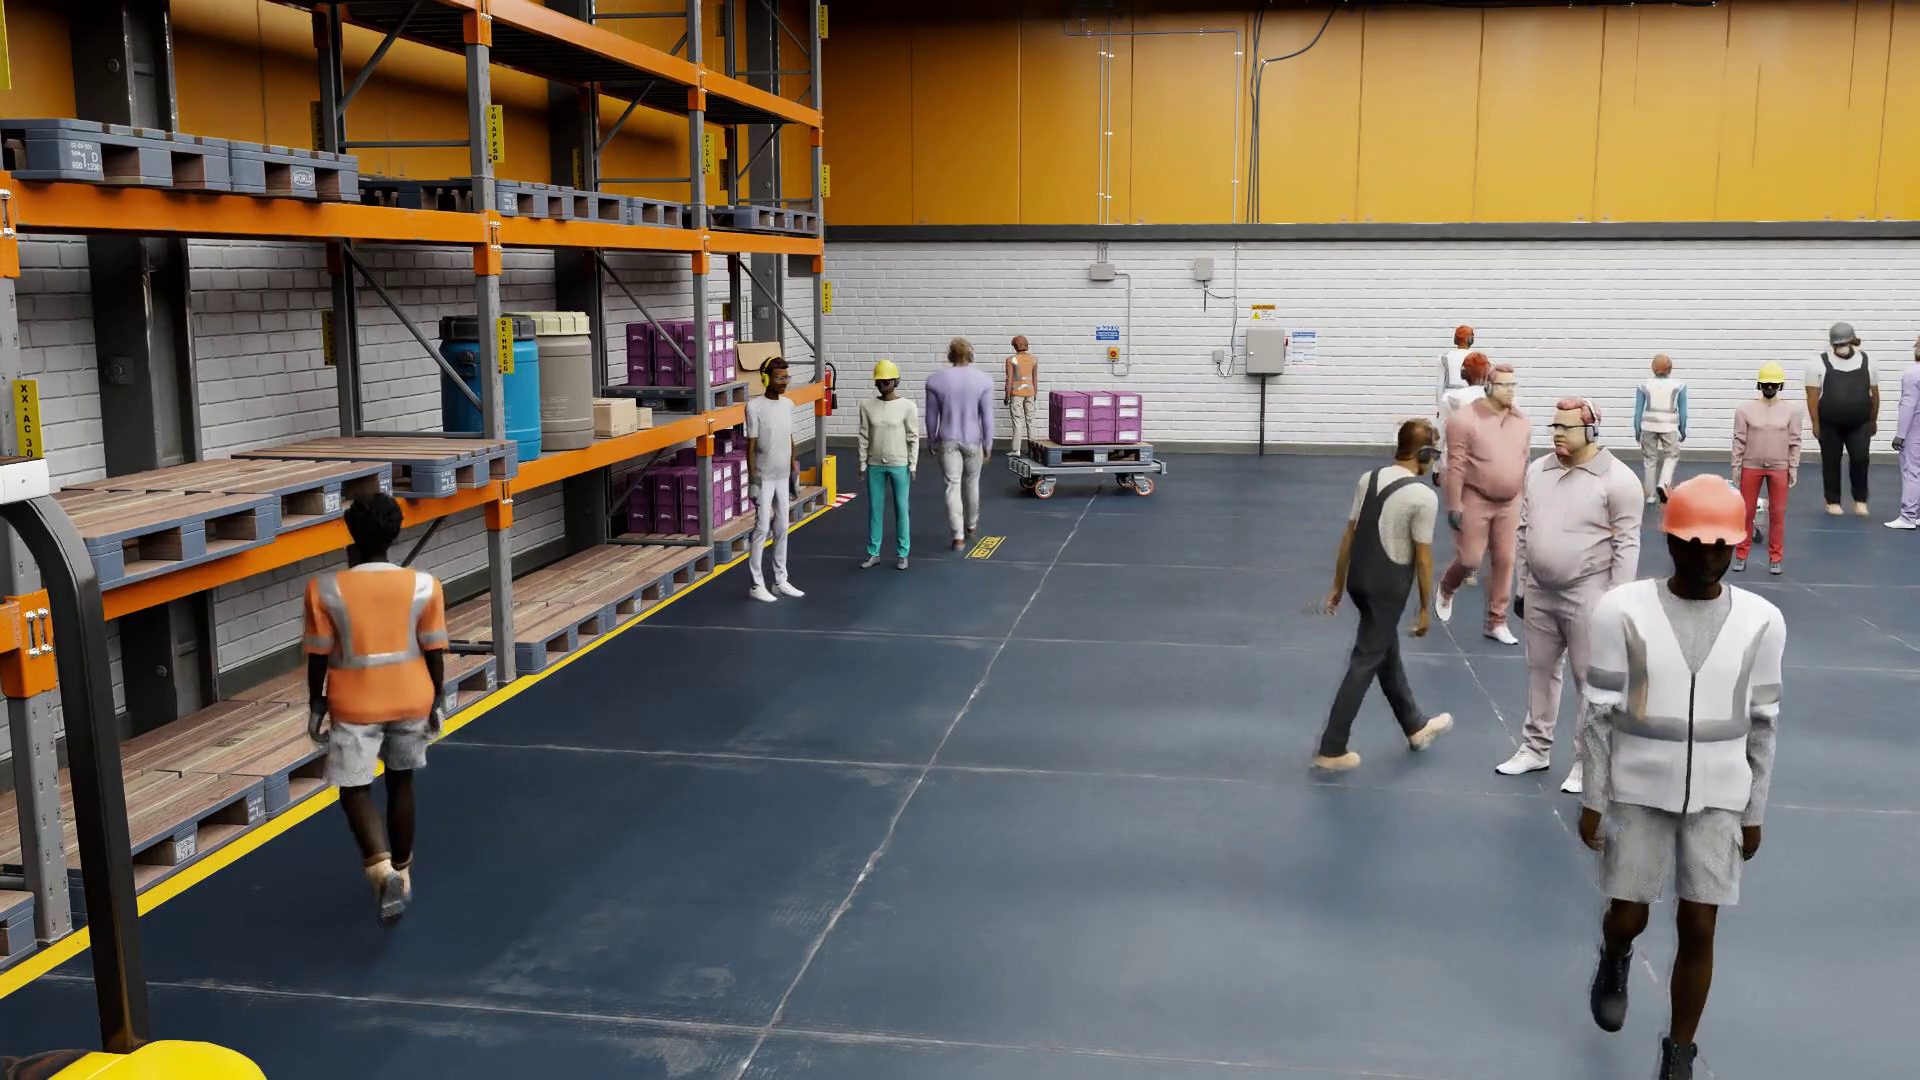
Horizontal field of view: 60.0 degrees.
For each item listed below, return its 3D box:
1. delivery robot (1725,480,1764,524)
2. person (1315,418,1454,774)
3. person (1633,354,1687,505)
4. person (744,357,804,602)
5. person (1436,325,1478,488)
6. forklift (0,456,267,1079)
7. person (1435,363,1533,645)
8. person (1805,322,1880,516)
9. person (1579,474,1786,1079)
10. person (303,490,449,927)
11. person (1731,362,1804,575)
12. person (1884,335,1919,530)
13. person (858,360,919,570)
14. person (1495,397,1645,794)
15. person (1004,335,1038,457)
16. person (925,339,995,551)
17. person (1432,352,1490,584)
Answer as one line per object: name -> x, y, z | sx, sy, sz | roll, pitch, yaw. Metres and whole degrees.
delivery robot -> 7.109, -0.317, 15.487 | 0.477, 0.478, 0.707 | -3, 10, -21
person -> 2.186, 0.278, 8.362 | 0.967, 1.769, 0.589 | -4, 10, -24
person -> 7.429, -1.164, 17.673 | 0.538, 1.624, 0.467 | 5, 10, 28
person -> -1.423, -0.460, 12.658 | 0.322, 1.861, 0.515 | 7, 12, 38
person -> 5.760, -1.522, 19.110 | 0.574, 1.887, 0.355 | 6, 11, 31
forklift -> -2.328, 0.975, 2.765 | 2.313, 2.155, 1.214 | 1, 9, 9
person -> 3.566, -0.264, 11.320 | 0.641, 1.894, 0.648 | -2, 9, -11
person -> 9.014, -1.256, 16.995 | 0.722, 2.000, 0.594 | 3, 10, 18
person -> 2.160, 0.742, 5.028 | 0.557, 1.926, 0.632 | 2, 9, 12
person -> -2.213, 0.648, 6.388 | 0.529, 1.670, 0.690 | -5, 11, -30
person -> 6.656, -0.588, 13.753 | 0.518, 1.756, 0.348 | 4, 10, 24
person -> 9.308, -1.047, 16.123 | 0.654, 1.905, 0.408 | -3, 10, -19
person -> -0.603, -0.625, 13.948 | 0.526, 1.768, 0.331 | 3, 10, 15
person -> 2.938, 0.261, 8.053 | 0.399, 1.909, 0.642 | -6, 11, -33
person -> 0.828, -1.937, 22.430 | 0.511, 1.640, 0.309 | -6, 11, -31
person -> 0.000, -0.889, 15.199 | 0.628, 1.879, 1.024 | 0, 9, 0
person -> 4.151, -0.603, 13.557 | 0.597, 1.839, 0.988 | 1, 9, 8
